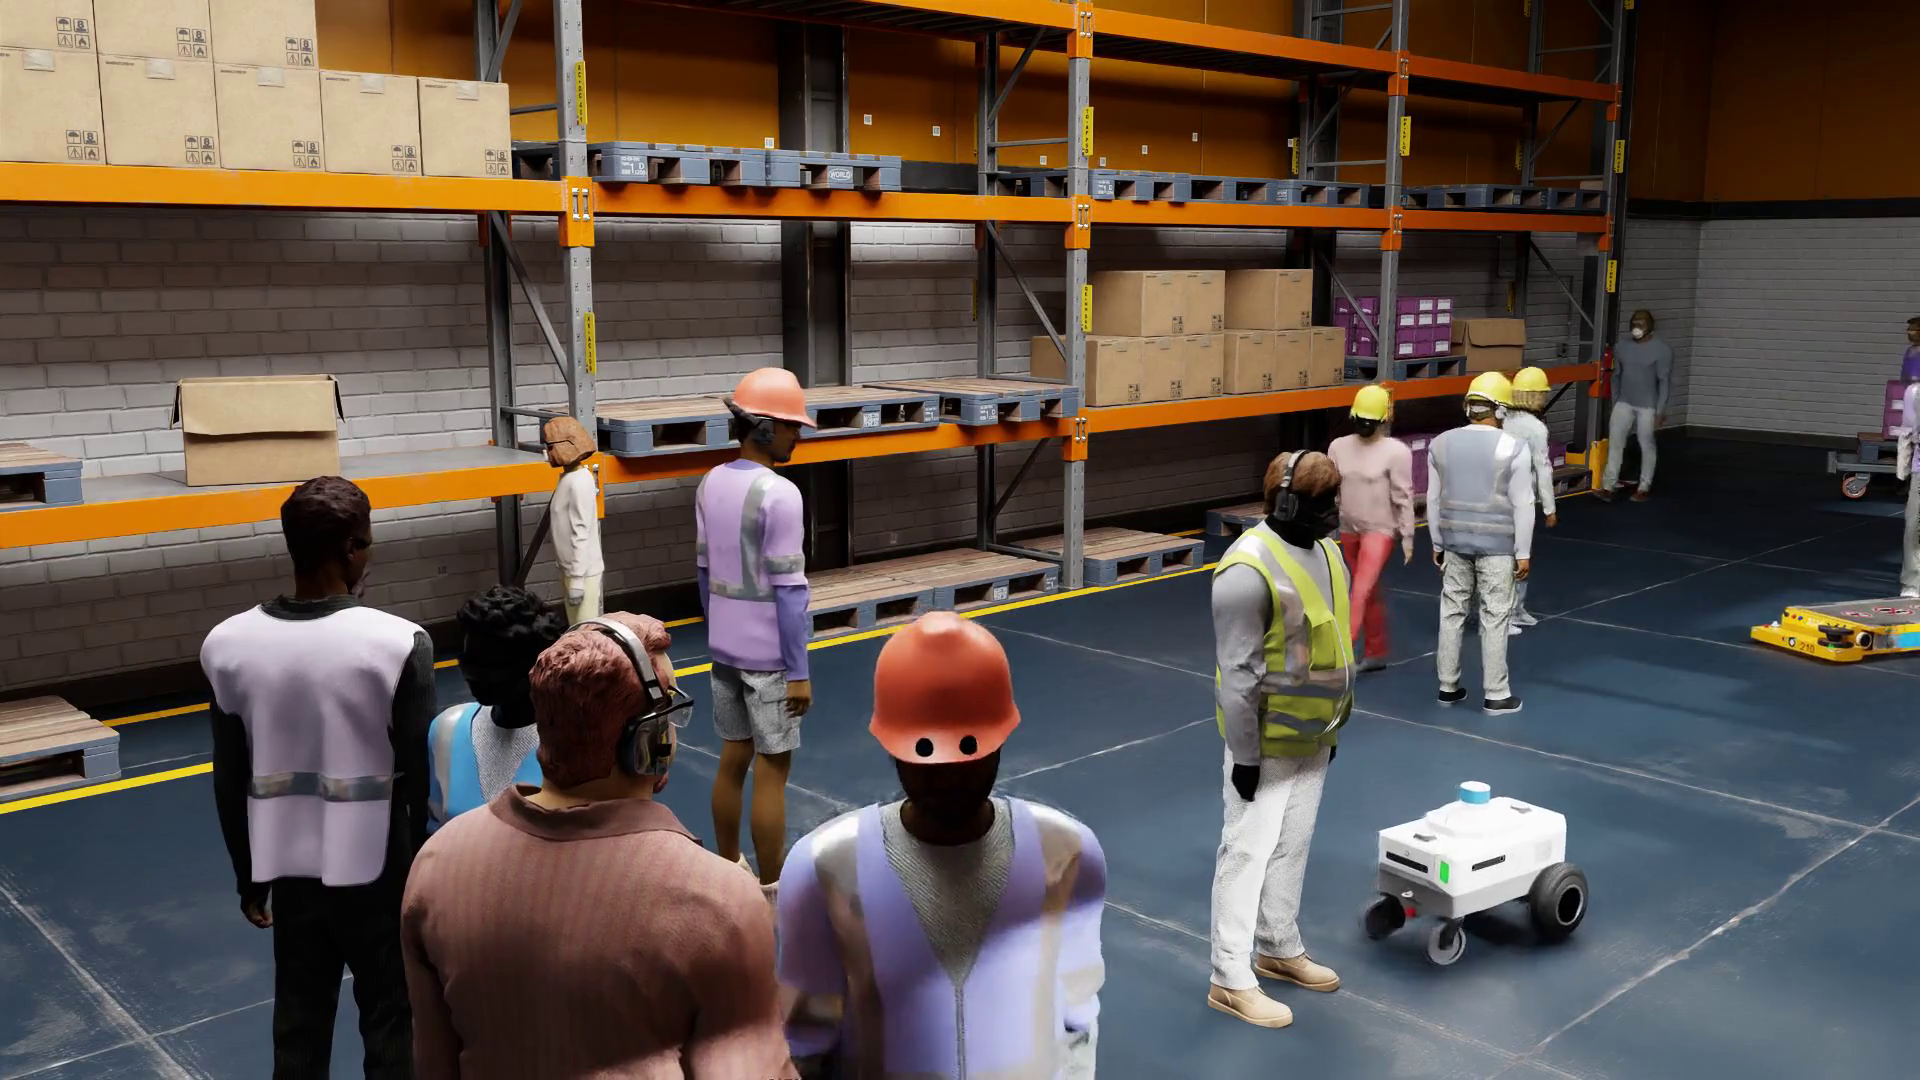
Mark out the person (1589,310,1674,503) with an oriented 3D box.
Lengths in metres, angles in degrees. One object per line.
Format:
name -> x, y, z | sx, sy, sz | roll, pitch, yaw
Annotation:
person -> 6.569, -1.283, 16.250 | 0.945, 1.897, 0.664 | -8, 13, -40

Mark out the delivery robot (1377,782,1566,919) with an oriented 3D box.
delivery robot -> 1.825, 1.107, 5.930 | 0.707, 0.478, 0.477 | -6, 12, -34

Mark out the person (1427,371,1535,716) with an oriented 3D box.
person -> 2.781, 0.017, 8.866 | 0.598, 1.827, 0.404 | 9, 13, 43

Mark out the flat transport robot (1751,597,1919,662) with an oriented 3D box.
flat transport robot -> 5.741, 0.541, 10.348 | 1.431, 0.197, 0.652 | -3, 10, -19

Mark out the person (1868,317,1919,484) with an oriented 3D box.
person -> 10.198, -1.463, 17.626 | 0.990, 1.803, 0.573 | 0, 10, 1

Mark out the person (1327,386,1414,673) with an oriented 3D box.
person -> 2.229, -0.020, 9.407 | 0.866, 1.707, 0.601 | -8, 13, -40

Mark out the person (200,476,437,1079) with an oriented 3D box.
person -> -1.498, 0.804, 4.022 | 0.587, 1.908, 0.391 | 2, 10, 9

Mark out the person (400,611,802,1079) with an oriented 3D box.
person -> -0.512, 1.051, 2.576 | 0.651, 1.907, 0.409 | 4, 11, 24

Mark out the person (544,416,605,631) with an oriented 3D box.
person -> -1.956, 0.184, 8.474 | 0.270, 1.627, 0.499 | -4, 10, -22

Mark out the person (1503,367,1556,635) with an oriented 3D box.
person -> 3.643, -0.245, 10.677 | 0.641, 1.720, 0.516 | -3, 10, -17

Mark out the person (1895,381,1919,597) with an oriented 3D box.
person -> 6.734, -0.455, 11.396 | 0.611, 1.898, 0.777 | 7, 12, 36

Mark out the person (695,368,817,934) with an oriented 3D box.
person -> -0.709, 0.397, 6.038 | 0.404, 2.034, 0.609 | -7, 12, -37

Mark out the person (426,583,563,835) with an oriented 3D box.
person -> -1.006, 0.931, 3.882 | 0.538, 1.698, 0.320 | 3, 10, 18

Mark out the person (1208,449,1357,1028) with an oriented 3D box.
person -> 1.041, 0.620, 5.333 | 0.431, 1.835, 0.624 | 8, 12, 39

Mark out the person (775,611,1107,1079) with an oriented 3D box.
person -> -0.043, 1.018, 2.821 | 0.548, 1.906, 0.898 | -1, 10, -8
